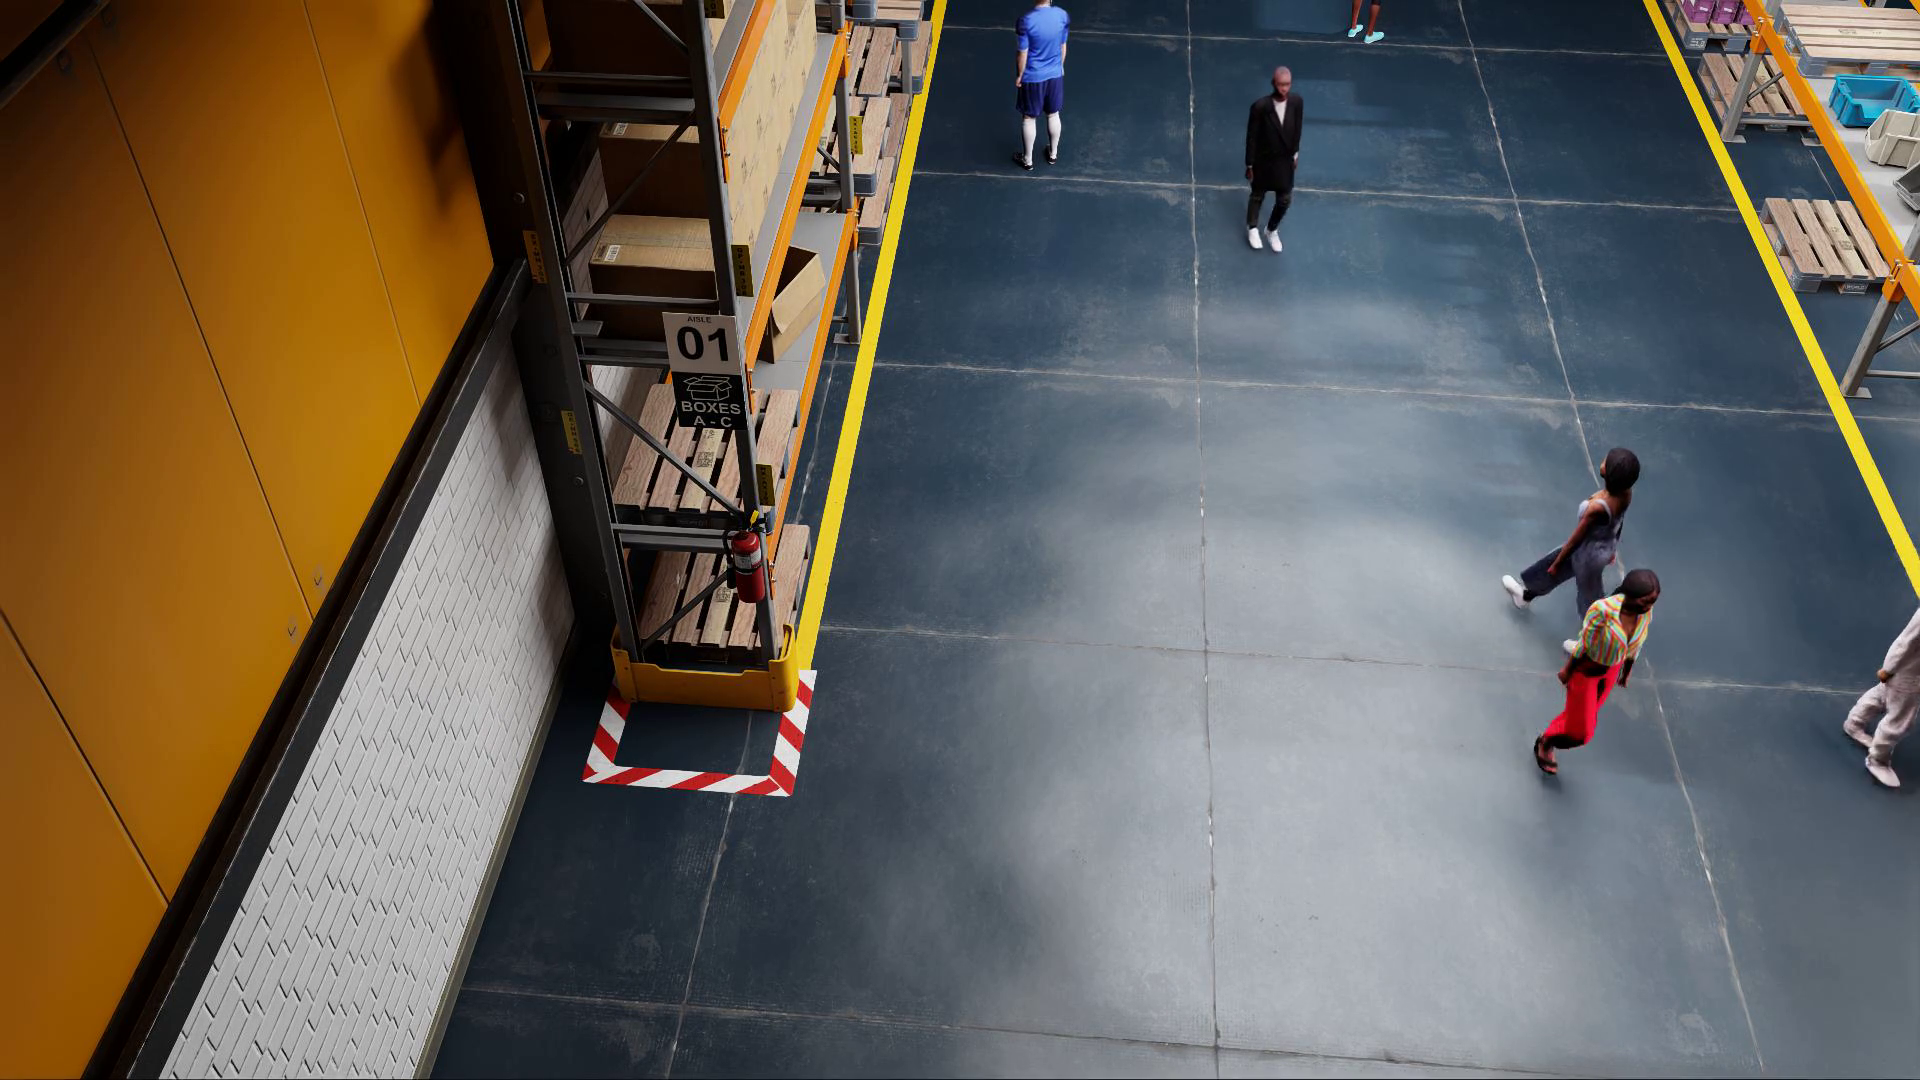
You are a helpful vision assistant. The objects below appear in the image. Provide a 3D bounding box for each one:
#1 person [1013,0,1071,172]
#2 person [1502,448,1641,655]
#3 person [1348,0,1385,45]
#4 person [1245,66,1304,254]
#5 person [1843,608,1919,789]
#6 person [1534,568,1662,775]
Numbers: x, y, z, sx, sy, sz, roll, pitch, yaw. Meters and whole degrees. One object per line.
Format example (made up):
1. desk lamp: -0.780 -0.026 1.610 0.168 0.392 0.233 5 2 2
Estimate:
1. person: 0.750 -4.309 15.392 0.756 1.842 0.744 -16 46 -16
2. person: 4.193 0.162 10.837 1.082 1.652 1.106 -34 53 -30
3. person: 4.326 -6.050 17.306 0.716 1.723 0.664 -33 53 -30
4. person: 2.679 -3.356 14.459 0.765 1.749 0.764 -7 44 -8
5. person: 5.823 0.698 10.263 0.845 1.667 0.920 -22 48 -21
6. person: 3.813 0.757 10.129 0.730 1.768 0.773 -9 44 -9
